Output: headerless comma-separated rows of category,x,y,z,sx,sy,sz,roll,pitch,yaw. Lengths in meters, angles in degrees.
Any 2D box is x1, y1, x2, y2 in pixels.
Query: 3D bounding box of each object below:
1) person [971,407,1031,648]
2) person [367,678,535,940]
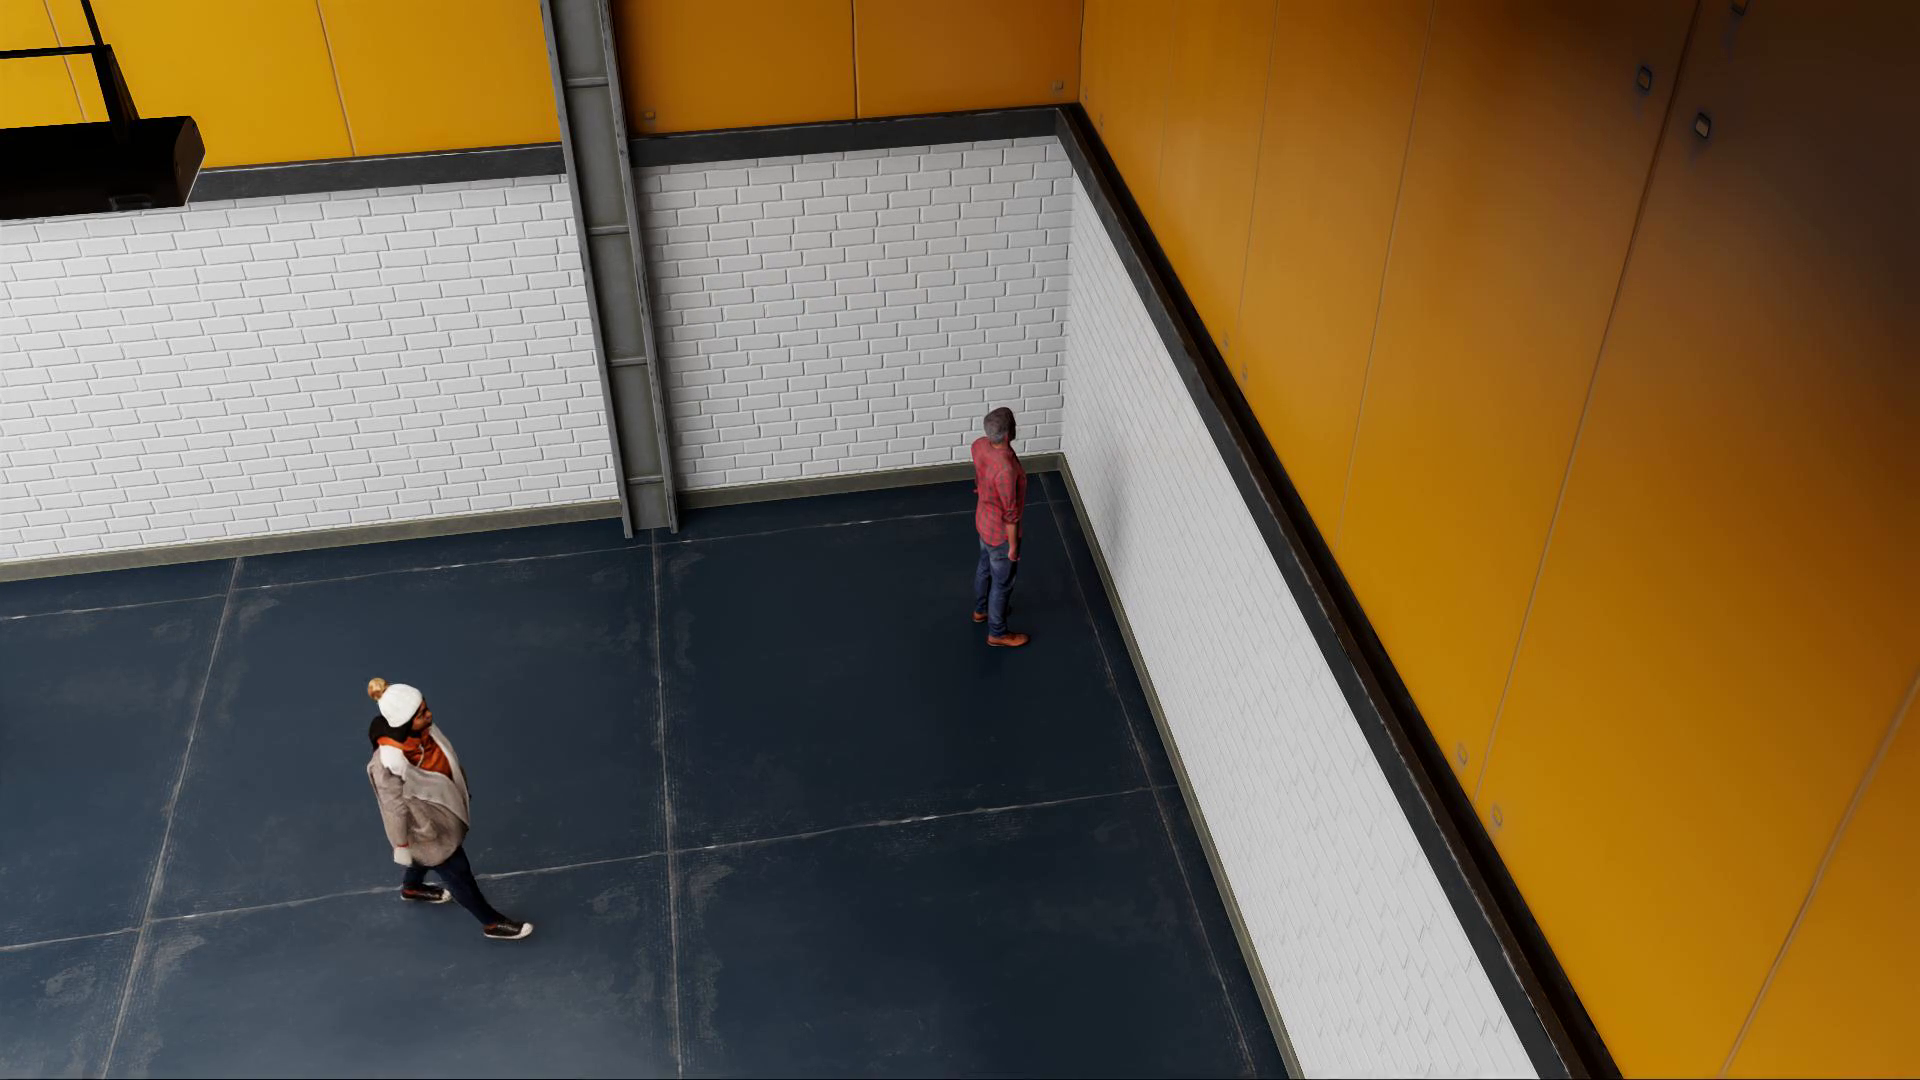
person,0.251,-0.103,11.001,0.605,1.835,0.722,-13,40,-15
person,-2.973,1.454,9.037,1.151,1.854,0.880,3,39,3
